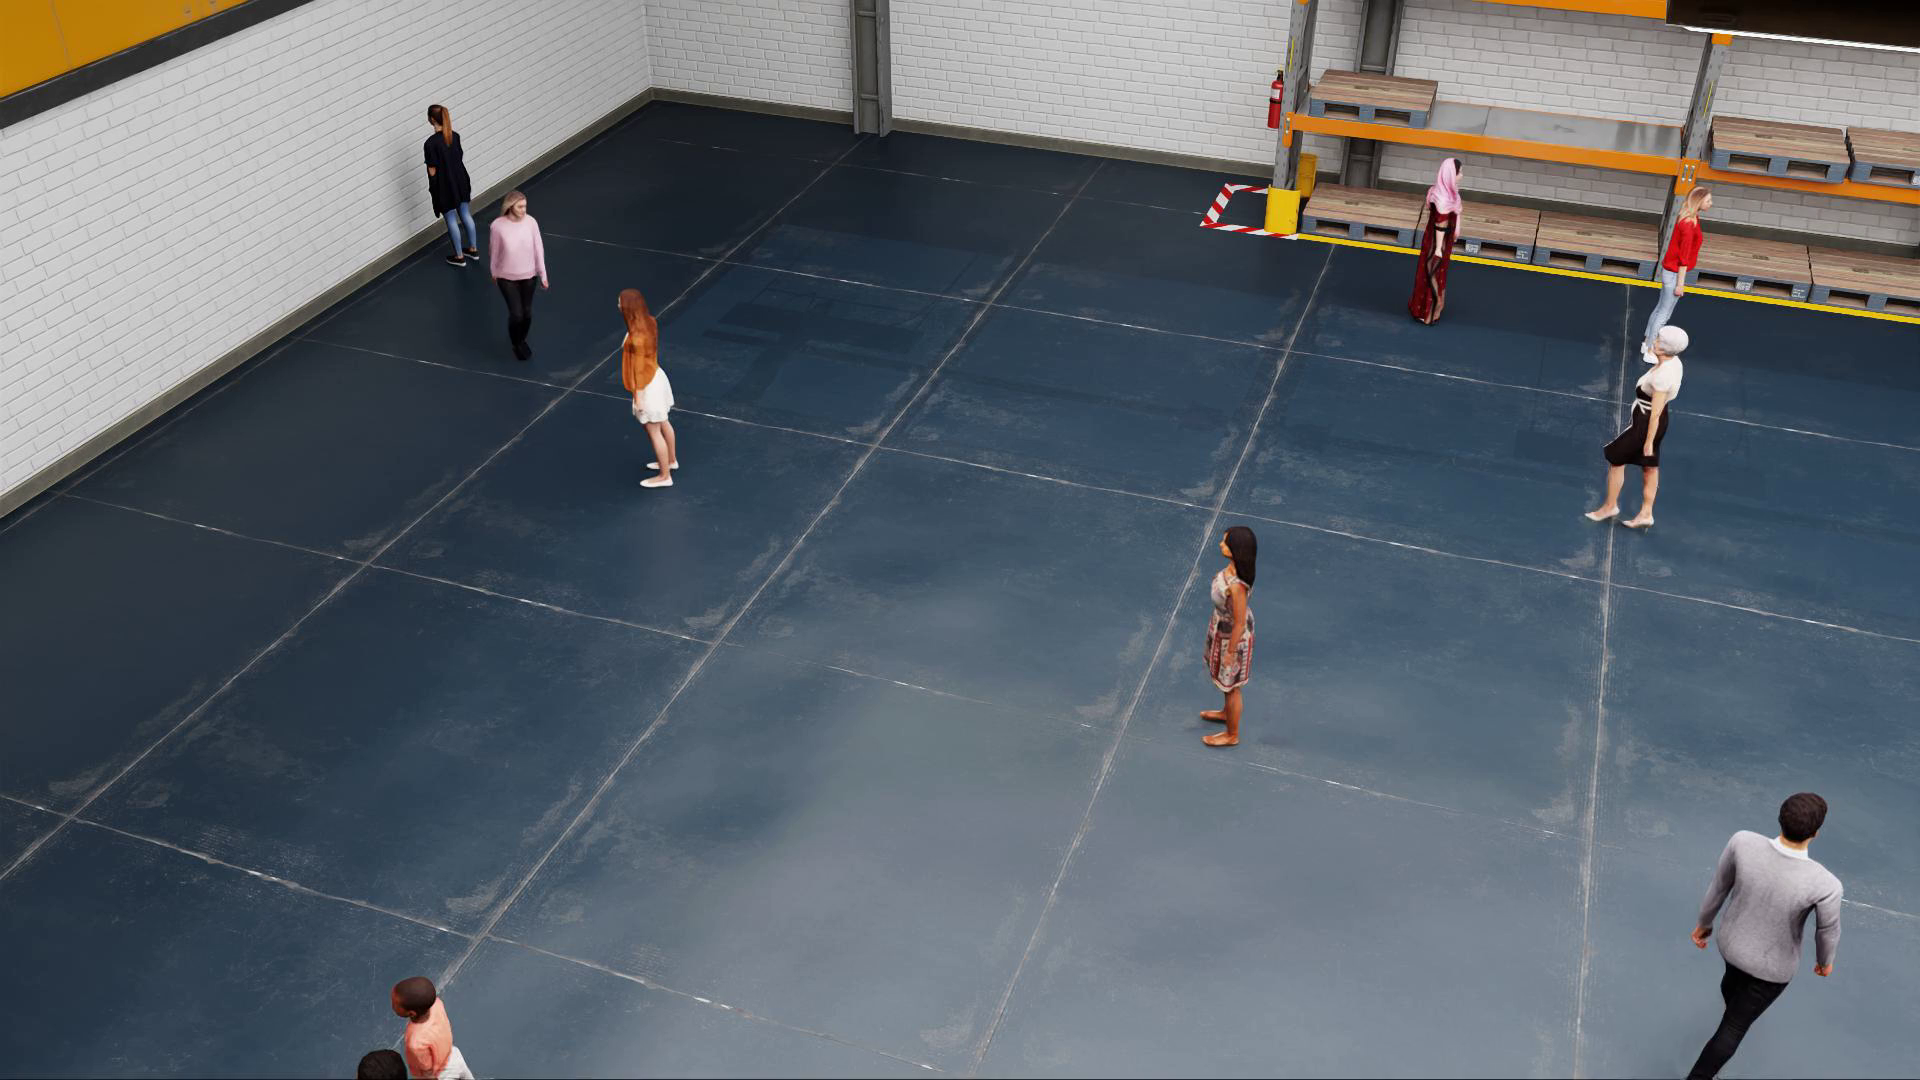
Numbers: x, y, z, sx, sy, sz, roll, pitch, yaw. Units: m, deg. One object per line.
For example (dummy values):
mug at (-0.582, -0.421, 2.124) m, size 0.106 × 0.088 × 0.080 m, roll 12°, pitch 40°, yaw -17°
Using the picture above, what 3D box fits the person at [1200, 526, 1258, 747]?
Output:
person at (1.749, 0.609, 10.683) m, size 0.609 × 1.644 × 0.696 m, roll 4°, pitch 34°, yaw 5°

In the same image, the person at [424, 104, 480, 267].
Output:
person at (-5.213, -3.646, 17.050) m, size 0.668 × 1.683 × 0.696 m, roll 24°, pitch 40°, yaw 31°

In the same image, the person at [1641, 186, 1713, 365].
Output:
person at (6.542, -2.435, 15.210) m, size 0.526 × 1.703 × 0.638 m, roll 8°, pitch 34°, yaw 12°

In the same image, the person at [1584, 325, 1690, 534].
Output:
person at (5.360, -0.809, 12.733) m, size 0.829 × 1.738 × 0.749 m, roll 25°, pitch 41°, yaw 33°

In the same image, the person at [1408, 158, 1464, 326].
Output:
person at (4.578, -2.875, 15.931) m, size 0.576 × 1.639 × 0.644 m, roll 11°, pitch 35°, yaw 16°

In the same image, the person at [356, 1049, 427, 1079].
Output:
person at (-2.355, 2.840, 7.205) m, size 0.539 × 1.780 × 0.668 m, roll 8°, pitch 34°, yaw 12°

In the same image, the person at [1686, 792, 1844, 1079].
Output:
person at (3.909, 2.089, 8.257) m, size 1.237 × 1.867 × 1.275 m, roll -21°, pitch 39°, yaw -29°

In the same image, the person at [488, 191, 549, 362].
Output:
person at (-4.102, -2.430, 15.253) m, size 0.780 × 1.647 × 0.836 m, roll -12°, pitch 35°, yaw -17°

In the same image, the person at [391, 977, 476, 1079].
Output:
person at (-2.448, 2.572, 8.044) m, size 0.944 × 1.298 × 0.598 m, roll 6°, pitch 34°, yaw 10°

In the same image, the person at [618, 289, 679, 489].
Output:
person at (-2.489, -1.234, 13.395) m, size 0.662 × 1.714 × 0.667 m, roll 1°, pitch 34°, yaw 2°
